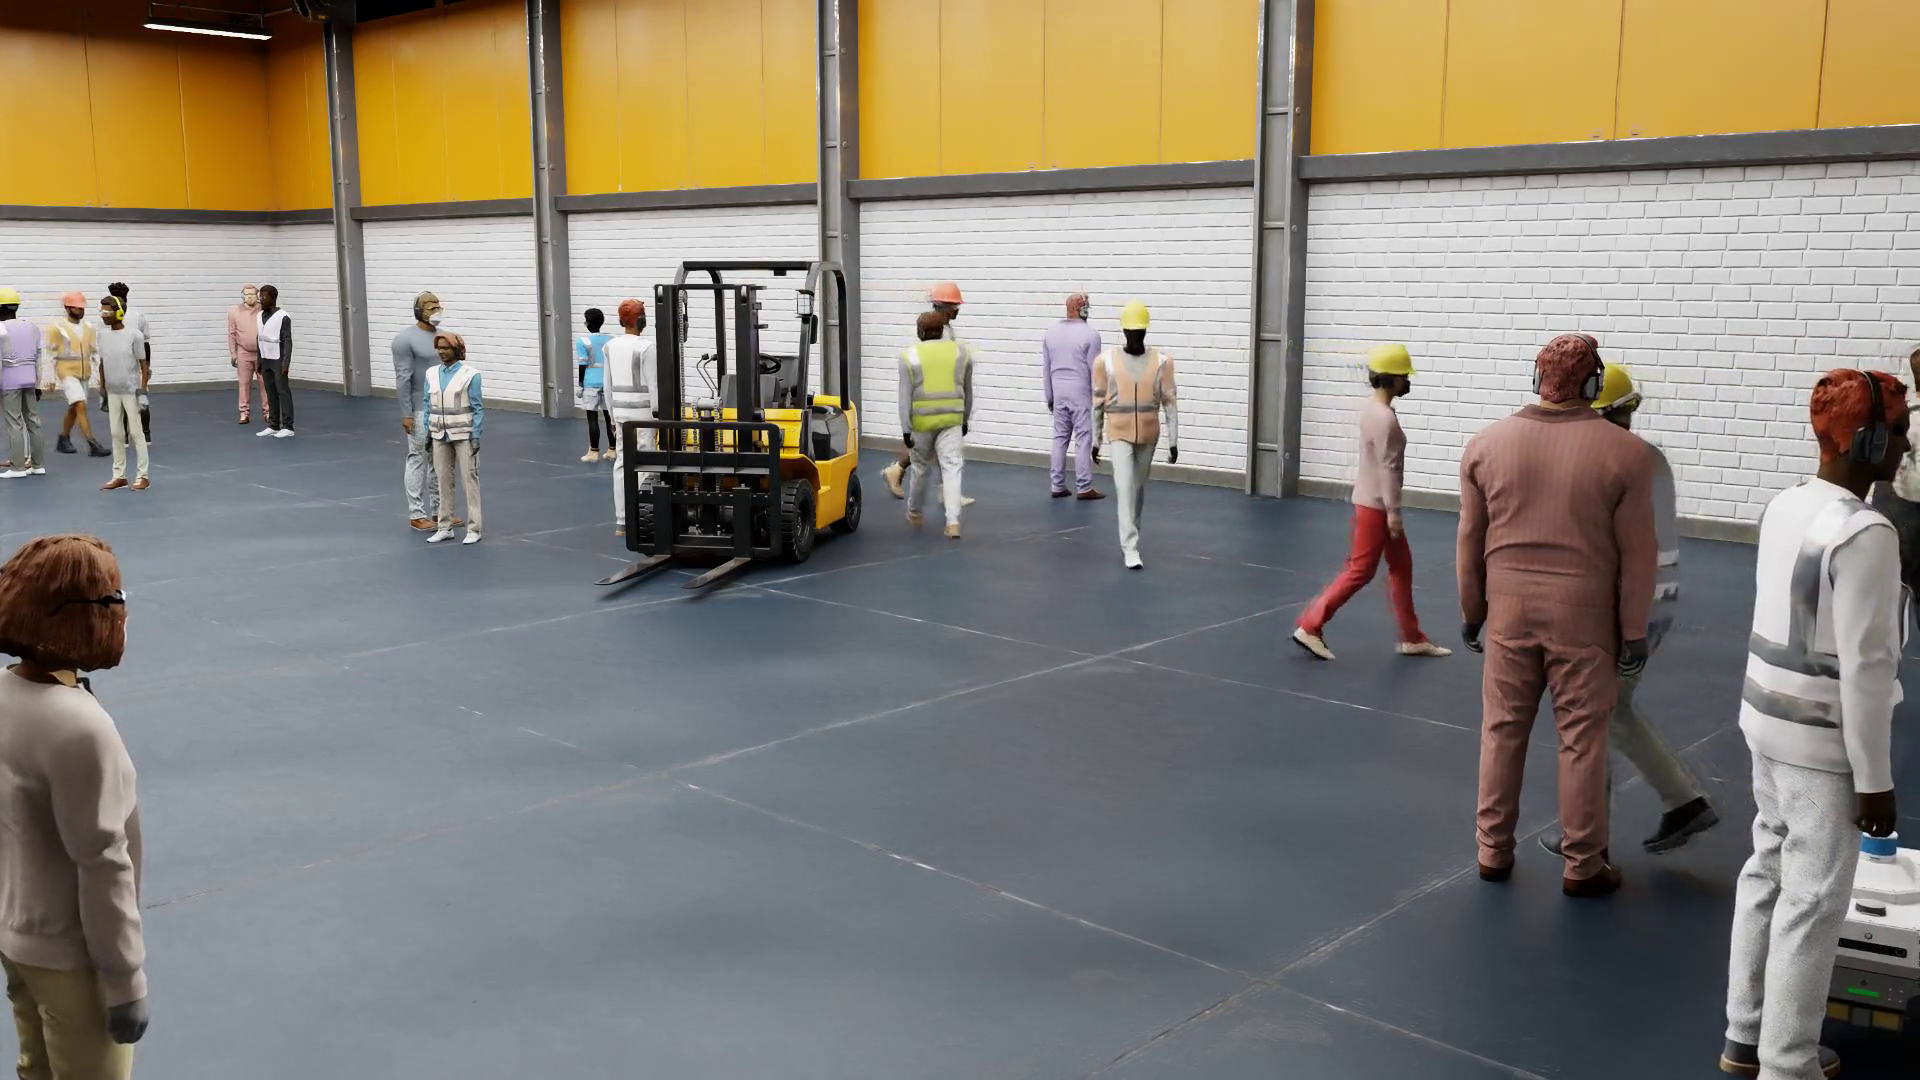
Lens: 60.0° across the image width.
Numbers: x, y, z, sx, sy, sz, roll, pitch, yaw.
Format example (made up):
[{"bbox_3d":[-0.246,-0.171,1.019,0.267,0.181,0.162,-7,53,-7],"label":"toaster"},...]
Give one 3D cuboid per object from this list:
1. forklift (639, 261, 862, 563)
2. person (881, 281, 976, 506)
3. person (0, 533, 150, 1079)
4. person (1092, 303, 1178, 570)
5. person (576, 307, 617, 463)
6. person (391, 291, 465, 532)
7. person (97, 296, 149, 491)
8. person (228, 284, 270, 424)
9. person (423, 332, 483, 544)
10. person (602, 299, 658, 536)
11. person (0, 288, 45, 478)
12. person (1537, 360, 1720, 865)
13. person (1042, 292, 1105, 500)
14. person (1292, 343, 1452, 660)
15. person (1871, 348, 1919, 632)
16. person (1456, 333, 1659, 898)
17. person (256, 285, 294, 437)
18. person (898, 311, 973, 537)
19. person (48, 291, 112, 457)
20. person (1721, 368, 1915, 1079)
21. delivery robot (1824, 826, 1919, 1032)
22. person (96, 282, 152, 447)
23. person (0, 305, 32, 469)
[{"bbox_3d":[-1.552,-1.040,12.721,1.214,2.155,2.313,2,9,11],"label":"forklift"},{"bbox_3d":[-0.268,-1.295,14.860,0.750,2.020,0.613,3,10,20],"label":"person"},{"bbox_3d":[-1.701,0.795,3.206,0.500,1.627,0.269,8,12,42],"label":"person"},{"bbox_3d":[1.262,-0.764,12.005,0.604,1.877,0.984,-1,9,-5],"label":"person"},{"bbox_3d":[-3.985,-1.699,18.274,0.318,1.699,0.535,8,12,39],"label":"person"},{"bbox_3d":[-4.299,-1.042,13.509,0.371,1.941,0.627,5,10,27],"label":"person"},{"bbox_3d":[-8.018,-1.398,15.929,0.517,1.865,0.334,2,9,10],"label":"person"},{"bbox_3d":[-9.672,-2.540,22.798,0.642,1.910,0.401,-4,10,-22],"label":"person"},{"bbox_3d":[-3.910,-0.785,12.851,0.513,1.641,0.307,3,10,17],"label":"person"},{"bbox_3d":[-2.556,-0.955,13.144,0.581,1.884,0.351,6,11,34],"label":"person"},{"bbox_3d":[-9.594,-1.587,16.891,0.367,1.927,0.587,3,10,19],"label":"person"},{"bbox_3d":[2.327,0.274,5.854,0.623,1.804,0.580,-8,12,-40],"label":"person"},{"bbox_3d":[1.076,-1.322,15.329,0.651,1.905,0.403,8,12,41],"label":"person"},{"bbox_3d":[2.238,-0.199,8.989,0.857,1.733,0.536,1,9,8],"label":"person"},{"bbox_3d":[4.435,-0.020,7.713,0.985,1.792,0.539,3,10,20],"label":"person"},{"bbox_3d":[2.032,0.252,5.678,0.651,1.906,0.403,6,11,35],"label":"person"},{"bbox_3d":[-8.670,-2.260,21.044,0.593,1.920,0.391,5,11,30],"label":"person"},{"bbox_3d":[-0.195,-0.938,13.355,0.645,1.782,0.998,-2,10,-13],"label":"person"},{"bbox_3d":[-10.054,-1.886,18.902,1.033,1.880,0.553,4,10,25],"label":"person"},{"bbox_3d":[2.142,0.514,4.157,0.346,1.881,0.575,1,9,7],"label":"person"},{"bbox_3d":[2.549,1.046,4.658,0.477,0.478,0.707,5,11,29],"label":"delivery robot"},{"bbox_3d":[-9.962,-2.088,19.839,0.362,1.963,0.614,8,12,40],"label":"person"},{"bbox_3d":[-10.032,-1.684,17.680,0.514,1.866,0.332,6,11,31],"label":"person"}]
